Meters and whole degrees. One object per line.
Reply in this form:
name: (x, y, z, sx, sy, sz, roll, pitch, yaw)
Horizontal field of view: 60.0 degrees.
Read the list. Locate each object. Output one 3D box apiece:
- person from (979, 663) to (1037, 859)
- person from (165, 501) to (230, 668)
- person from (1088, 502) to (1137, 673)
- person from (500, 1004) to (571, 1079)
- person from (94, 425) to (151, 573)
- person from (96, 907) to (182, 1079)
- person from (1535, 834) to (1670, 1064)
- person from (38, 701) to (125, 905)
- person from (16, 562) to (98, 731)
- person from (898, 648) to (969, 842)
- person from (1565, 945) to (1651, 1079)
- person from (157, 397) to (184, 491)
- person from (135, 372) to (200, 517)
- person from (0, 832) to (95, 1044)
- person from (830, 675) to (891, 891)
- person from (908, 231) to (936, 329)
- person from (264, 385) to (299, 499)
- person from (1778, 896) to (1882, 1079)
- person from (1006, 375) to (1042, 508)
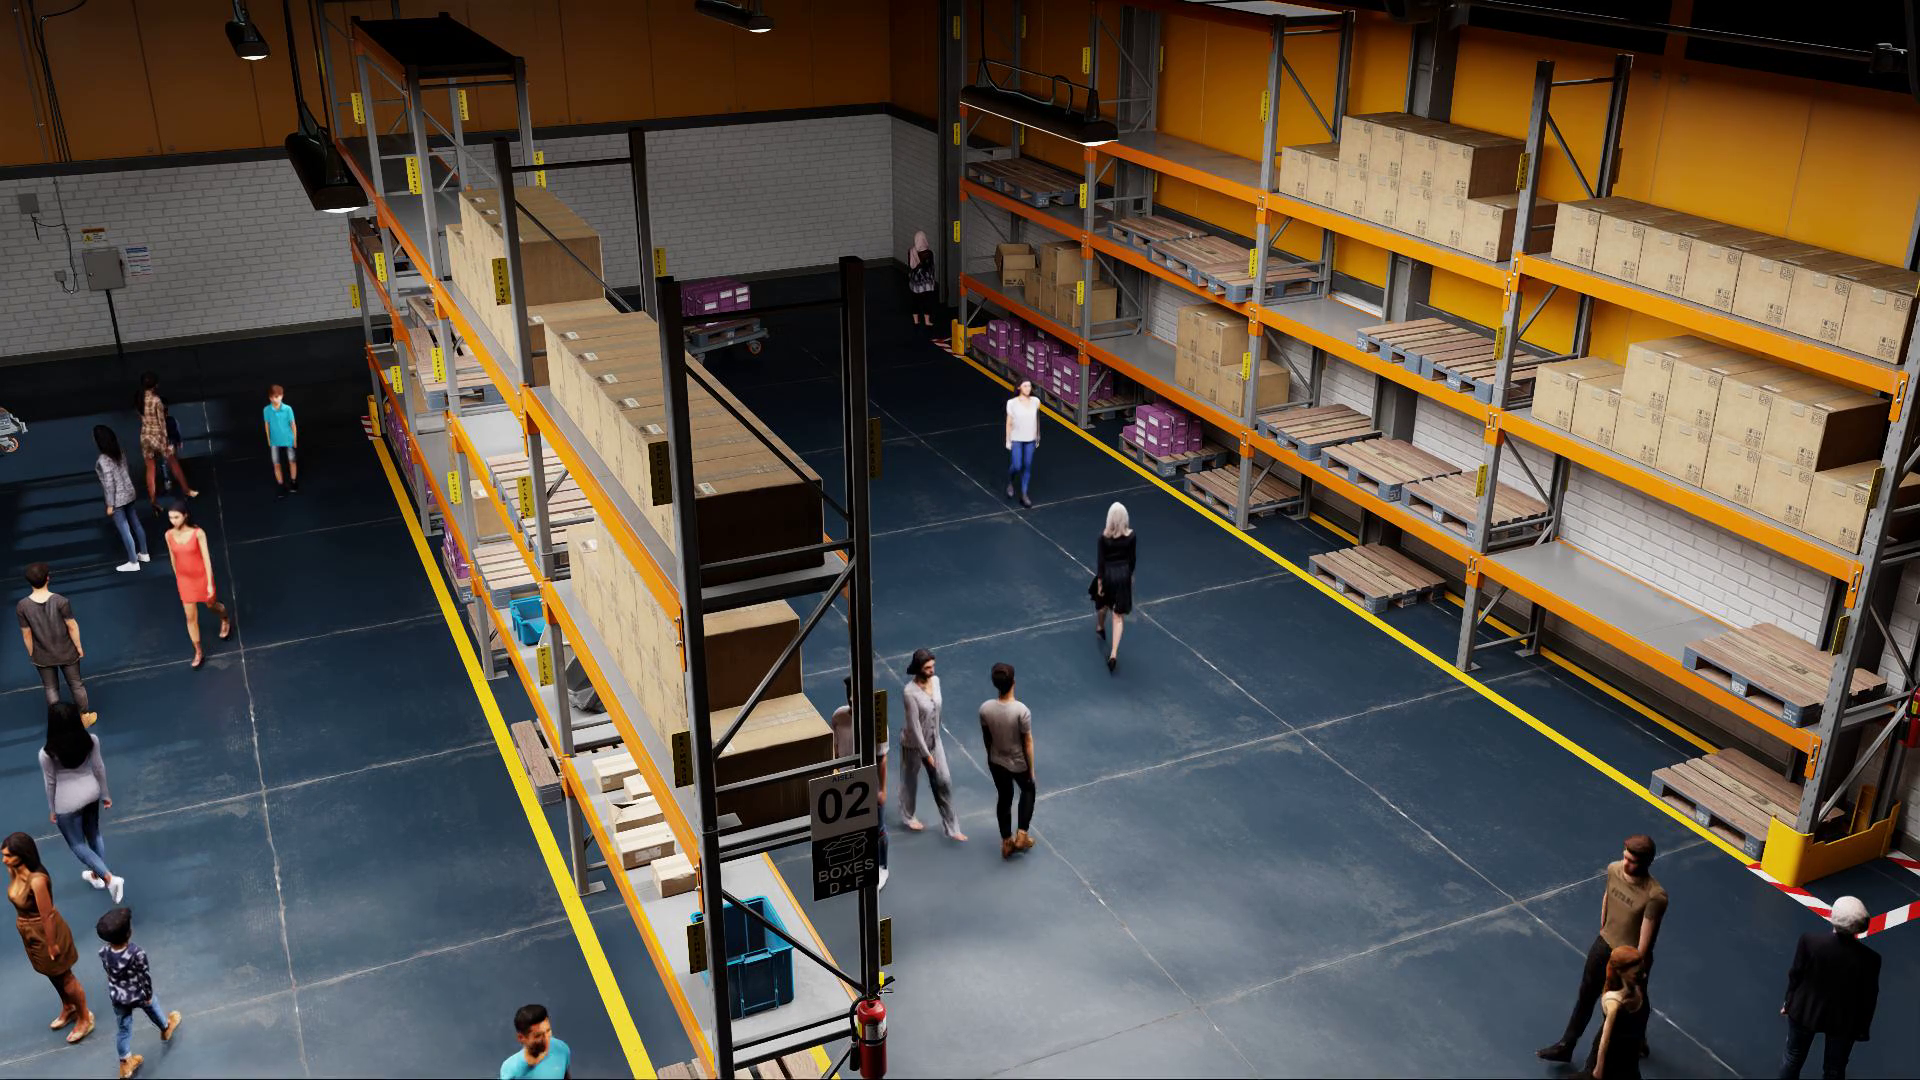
person: (0.361, 1.848, 13.564, 0.752, 1.690, 0.833, 13, 27, 28)
person: (-7.738, 0.381, 16.923, 0.817, 1.688, 1.158, -3, 24, -7)
person: (1.569, 0.496, 16.638, 0.850, 1.704, 1.198, -3, 24, -7)
person: (-2.542, 3.464, 9.818, 0.876, 1.729, 1.253, -20, 31, -38)
person: (-9.528, -0.495, 18.871, 0.749, 1.732, 0.638, 2, 24, 5)
person: (-5.680, 3.089, 11.310, 0.721, 1.222, 0.904, 1, 24, 2)
person: (4.589, 2.776, 11.285, 0.741, 1.814, 1.041, -12, 26, -25)
person: (-6.845, 2.079, 12.997, 1.097, 1.720, 0.917, 17, 29, 34)
person: (-8.422, 1.003, 15.463, 0.631, 1.717, 0.569, -8, 25, -18)
person: (-0.401, 1.672, 13.895, 0.764, 1.747, 0.995, -21, 31, -39)
person: (4.065, 3.221, 10.552, 1.154, 1.587, 0.918, 17, 29, 33)
person: (-10.130, -1.219, 21.176, 0.557, 1.212, 0.715, -8, 25, -17)
person: (-9.870, -1.133, 20.309, 0.965, 1.749, 1.034, 6, 24, 13)
person: (-6.345, 2.741, 11.530, 0.593, 1.683, 0.699, 16, 28, 33)
person: (-0.779, 1.895, 13.211, 0.731, 1.886, 0.799, 9, 25, 20)
person: (-0.650, -4.369, 27.852, 0.749, 1.638, 0.808, 8, 25, 18)
person: (-8.577, -1.299, 21.079, 0.612, 1.436, 0.745, -5, 24, -12)
person: (5.280, 2.869, 10.088, 0.784, 1.781, 0.803, 16, 28, 32)
person: (0.739, -1.245, 20.655, 0.605, 1.678, 0.679, -10, 25, -21)
